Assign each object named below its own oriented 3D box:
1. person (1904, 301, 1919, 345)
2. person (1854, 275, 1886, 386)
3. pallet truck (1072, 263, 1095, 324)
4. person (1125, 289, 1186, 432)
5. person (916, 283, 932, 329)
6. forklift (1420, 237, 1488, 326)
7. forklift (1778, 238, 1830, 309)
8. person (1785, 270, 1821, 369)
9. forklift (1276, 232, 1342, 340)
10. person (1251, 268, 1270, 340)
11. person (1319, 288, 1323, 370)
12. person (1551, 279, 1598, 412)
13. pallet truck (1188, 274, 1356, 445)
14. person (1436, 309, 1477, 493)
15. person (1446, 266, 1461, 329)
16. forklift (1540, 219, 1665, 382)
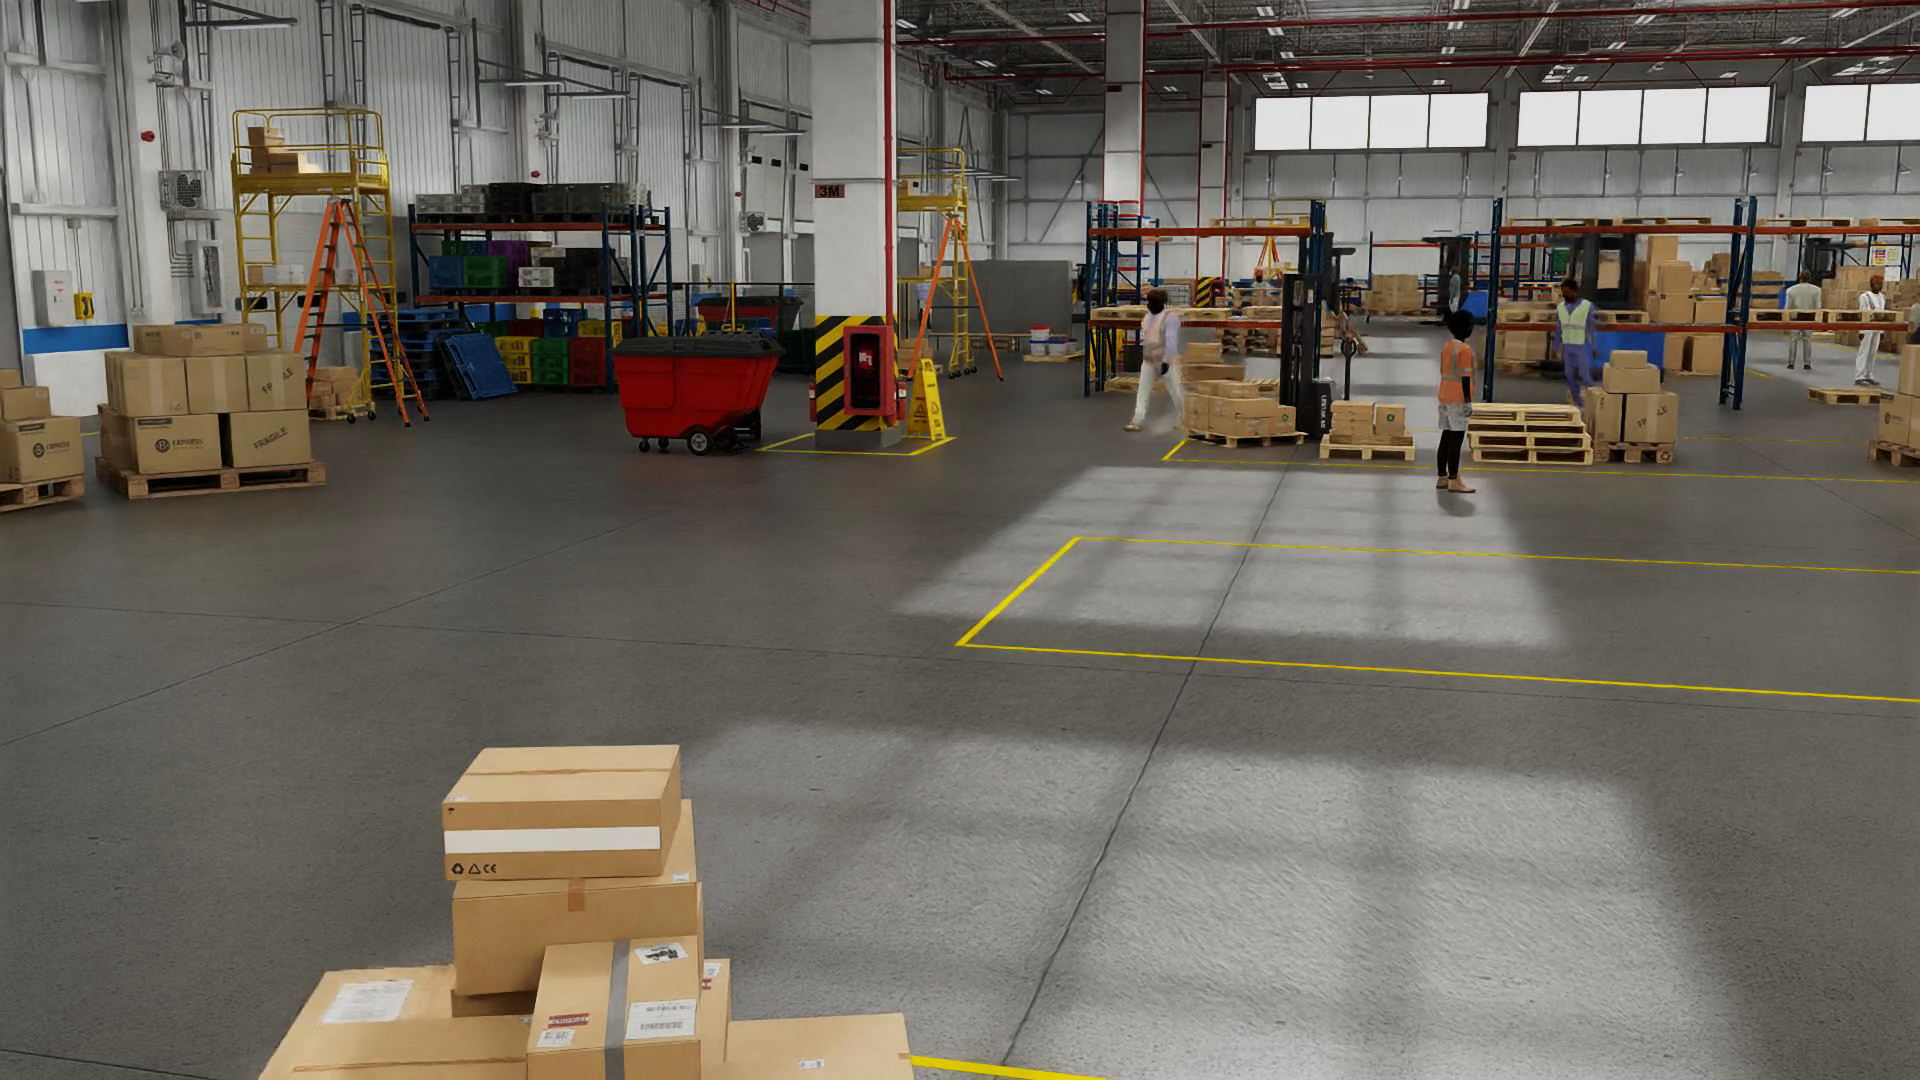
[{"bbox_3d":[13.705,-2.750,23.692,0.575,1.834,0.357,-2,10,-12],"label":"person"},{"bbox_3d":[15.513,-3.561,28.299,0.587,1.882,0.341,-5,11,-26],"label":"person"},{"bbox_3d":[4.325,-8.180,55.162,0.823,1.965,1.885,6,11,31],"label":"pallet truck"},{"bbox_3d":[2.531,-2.254,20.910,0.997,1.794,0.618,-9,13,-42],"label":"person"},{"bbox_3d":[-1.054,-7.372,50.613,0.544,1.930,0.389,-4,11,-24],"label":"person"},{"bbox_3d":[15.676,-8.140,52.333,1.873,2.768,1.129,-2,10,-12],"label":"forklift"},{"bbox_3d":[28.592,-8.708,55.673,1.129,2.768,1.873,-6,11,-31],"label":"forklift"},{"bbox_3d":[16.426,-4.294,32.456,0.627,1.940,0.372,5,11,26],"label":"person"},{"bbox_3d":[9.151,-6.565,43.059,1.873,2.768,1.129,-8,13,-40],"label":"forklift"},{"bbox_3d":[7.980,-6.245,44.036,0.550,1.913,0.669,9,13,41],"label":"person"},{"bbox_3d":[6.813,-4.126,32.065,0.485,1.739,0.320,-9,13,-41],"label":"person"},{"bbox_3d":[8.664,-2.725,23.405,0.424,1.872,0.646,-6,12,-34],"label":"person"},{"bbox_3d":[3.653,-2.138,19.590,1.885,1.965,0.823,-4,10,-20],"label":"pallet truck"},{"bbox_3d":[4.624,-1.289,15.466,0.318,1.700,0.535,-1,10,-5],"label":"person"},{"bbox_3d":[15.017,-7.363,50.547,0.358,1.931,0.628,5,11,27],"label":"person"},{"bbox_3d":[11.137,-4.113,28.623,1.129,2.768,1.873,-3,10,-19],"label":"forklift"}]
